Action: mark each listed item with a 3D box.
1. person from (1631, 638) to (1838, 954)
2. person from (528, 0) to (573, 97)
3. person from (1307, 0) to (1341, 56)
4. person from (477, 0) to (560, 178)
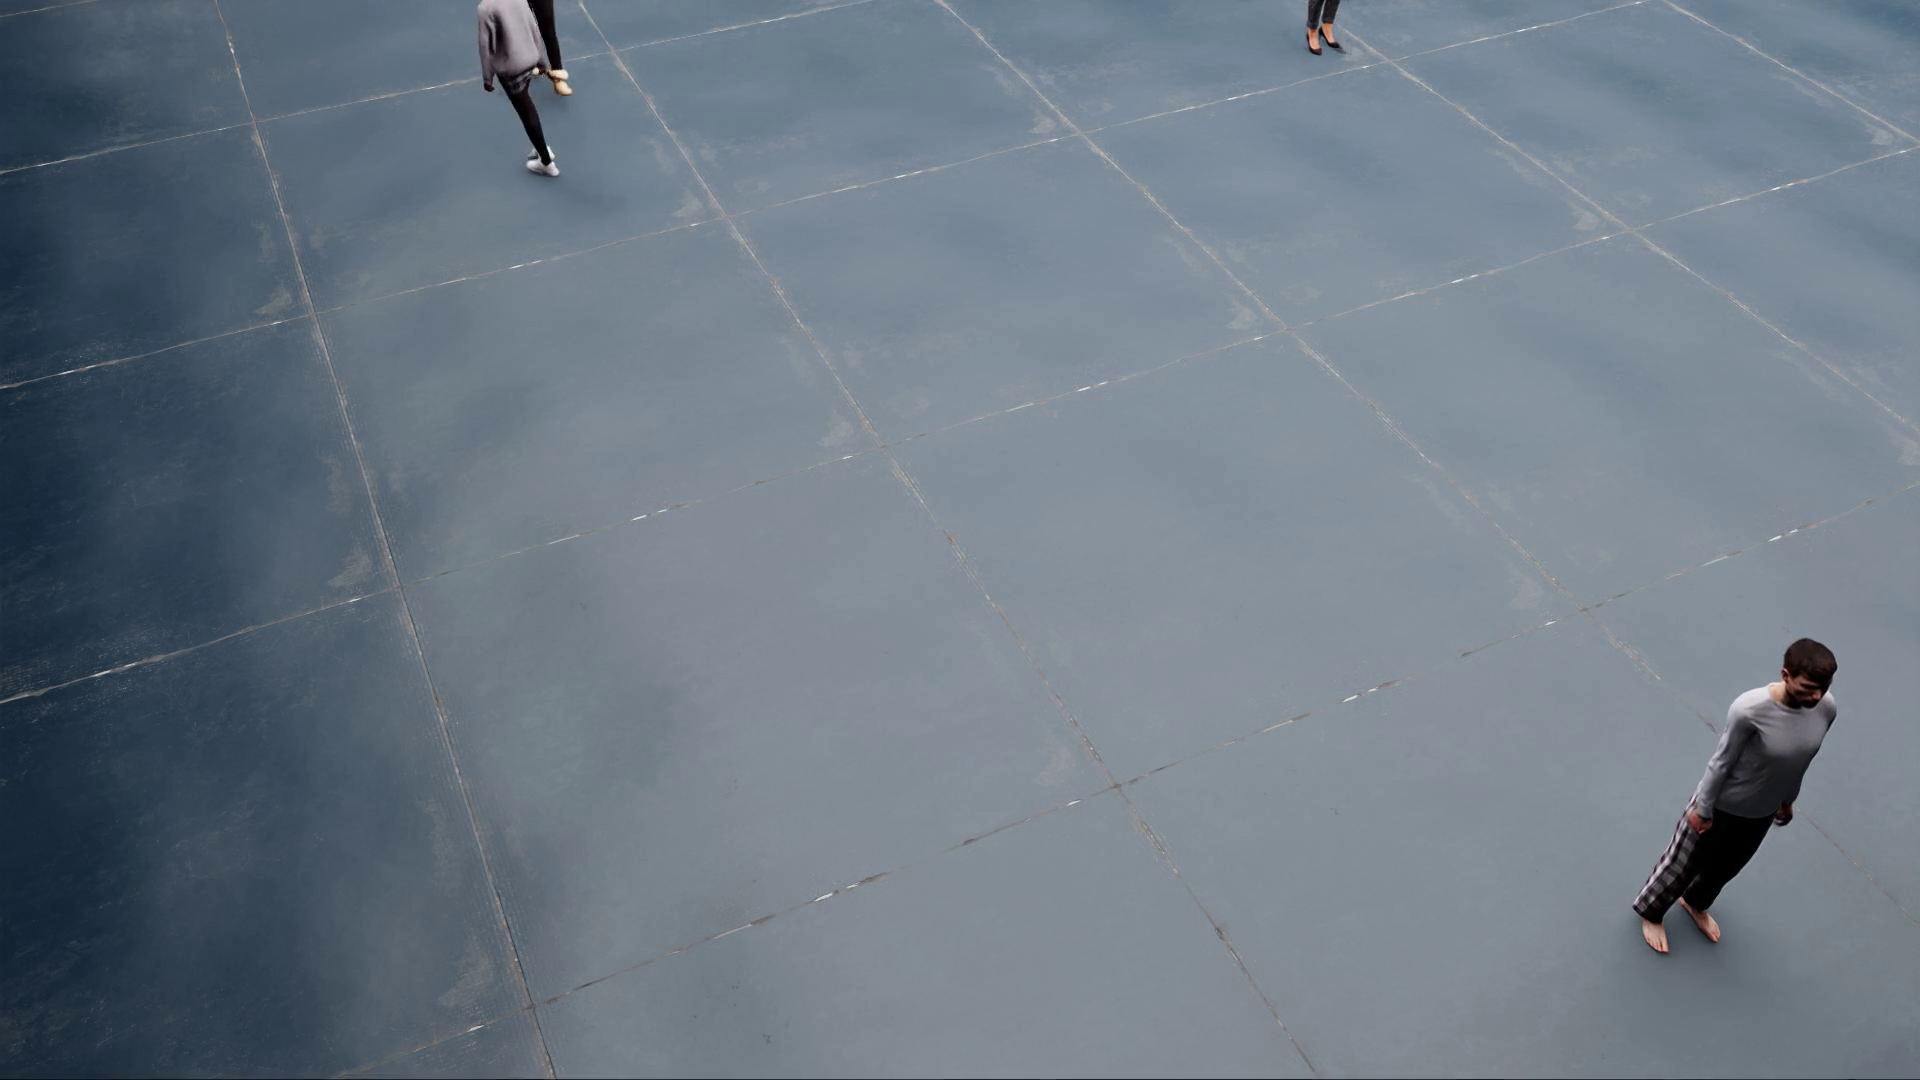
[{"bbox_3d":[3.365,1.095,7.176,0.682,1.847,0.636,-6,43,-6],"label":"person"},{"bbox_3d":[-3.525,-4.464,13.469,0.583,1.617,1.081,-17,45,-18],"label":"person"},{"bbox_3d":[3.165,-4.934,13.912,0.683,1.718,0.629,-26,48,-26],"label":"person"},{"bbox_3d":[-3.201,-3.472,12.271,0.814,1.759,0.781,22,47,22],"label":"person"}]
